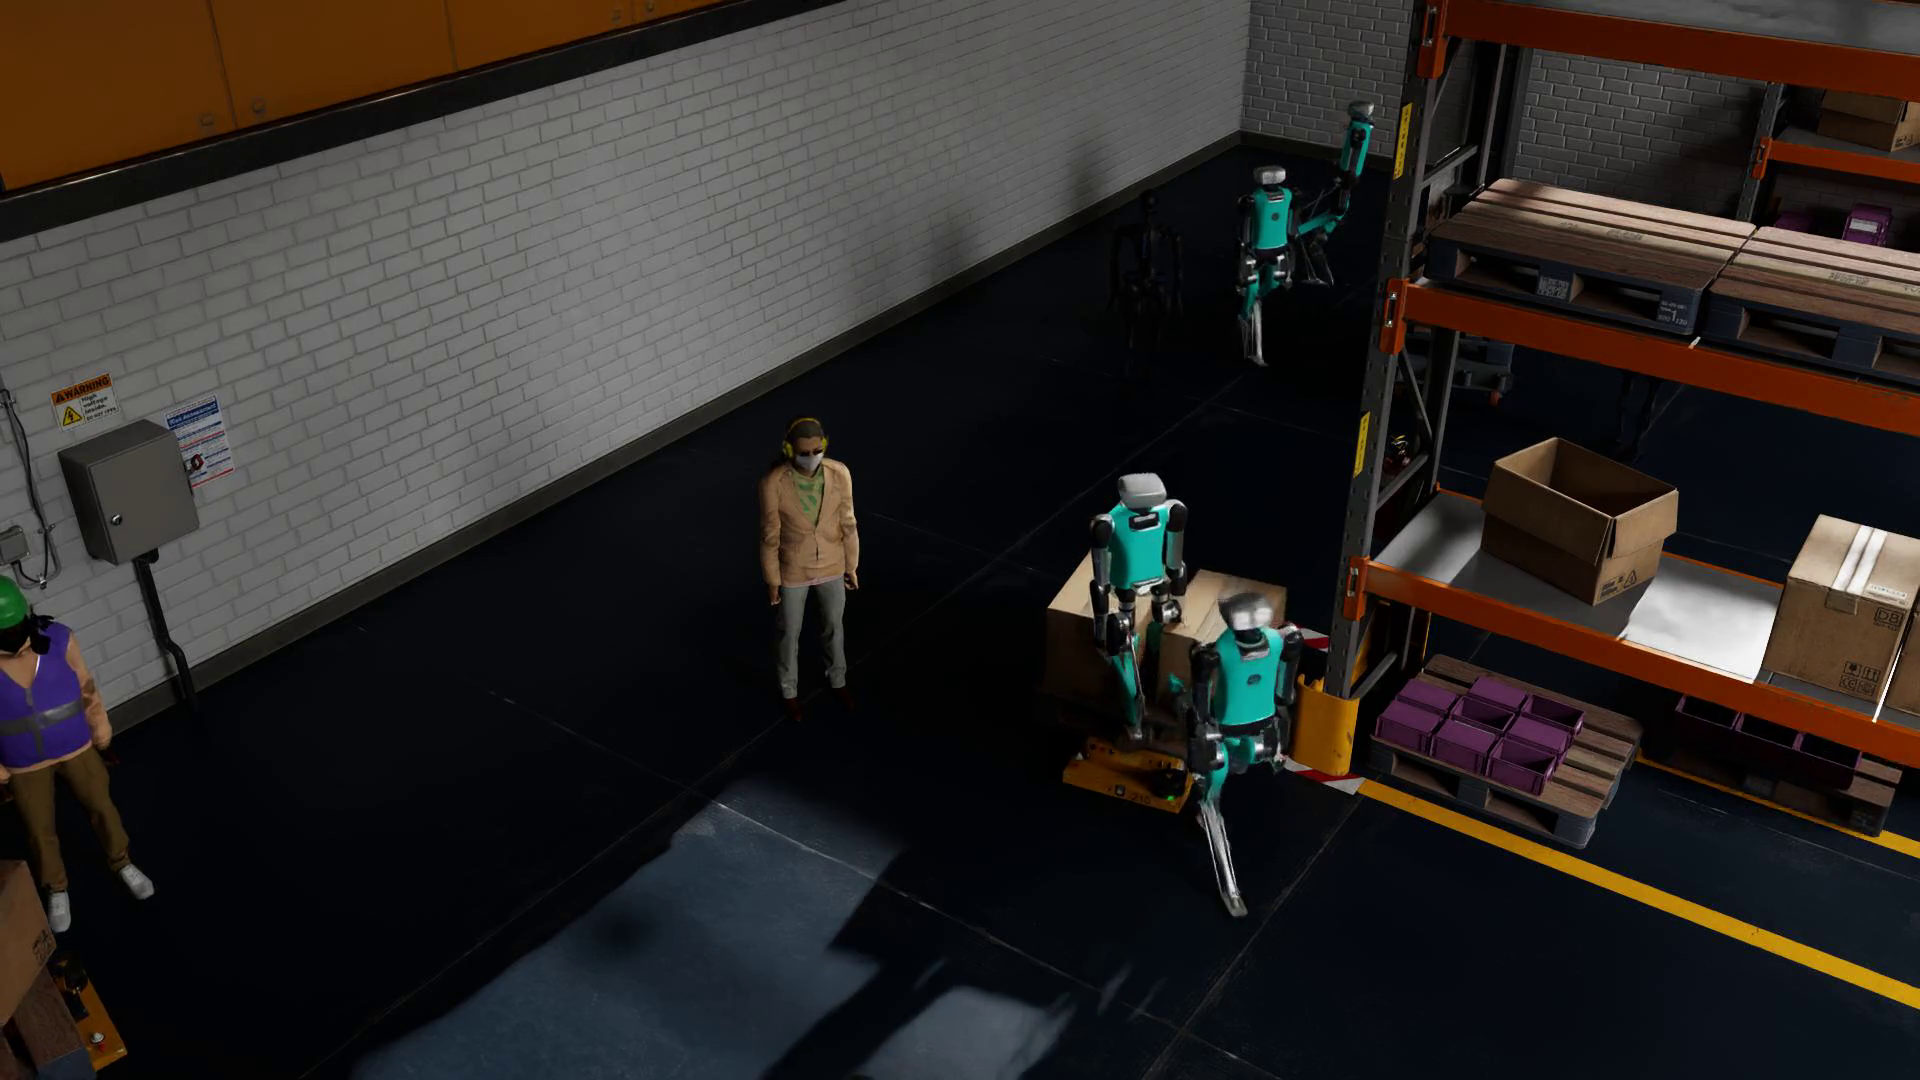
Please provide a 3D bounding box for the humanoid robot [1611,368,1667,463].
[{"bbox_3d":[4.986,-1.371,12.005,0.608,1.645,0.375,20,35,30],"label":"humanoid robot"}]

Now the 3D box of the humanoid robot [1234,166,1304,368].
[{"bbox_3d":[2.360,-2.135,13.390,0.562,1.908,0.713,-7,31,-12],"label":"humanoid robot"}]

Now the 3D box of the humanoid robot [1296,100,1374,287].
[{"bbox_3d":[3.230,-3.020,14.866,0.748,1.832,0.535,7,31,13],"label":"humanoid robot"}]

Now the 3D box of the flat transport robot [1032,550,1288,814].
[{"bbox_3d":[1.134,0.979,9.342,0.659,0.231,1.431,13,32,21],"label":"flat transport robot"}]

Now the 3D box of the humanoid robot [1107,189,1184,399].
[{"bbox_3d":[1.440,-1.903,12.944,0.612,1.635,0.617,6,31,11],"label":"humanoid robot"}]

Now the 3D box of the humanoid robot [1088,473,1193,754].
[{"bbox_3d":[0.992,0.572,8.604,0.552,1.817,0.675,-10,32,-17],"label":"humanoid robot"}]

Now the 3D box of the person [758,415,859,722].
[{"bbox_3d":[-0.831,0.145,9.195,0.554,1.869,0.391,-11,32,-18],"label":"person"}]

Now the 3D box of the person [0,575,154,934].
[{"bbox_3d":[-4.232,0.970,7.713,0.555,1.918,0.458,-21,36,-32],"label":"person"}]

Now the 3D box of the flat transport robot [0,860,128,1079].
[{"bbox_3d":[-4.394,2.297,7.055,1.431,0.231,0.659,-23,37,-34],"label":"flat transport robot"}]

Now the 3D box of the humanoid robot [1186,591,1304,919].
[{"bbox_3d":[1.264,0.900,8.029,0.549,1.774,0.926,-5,30,-9],"label":"humanoid robot"}]
